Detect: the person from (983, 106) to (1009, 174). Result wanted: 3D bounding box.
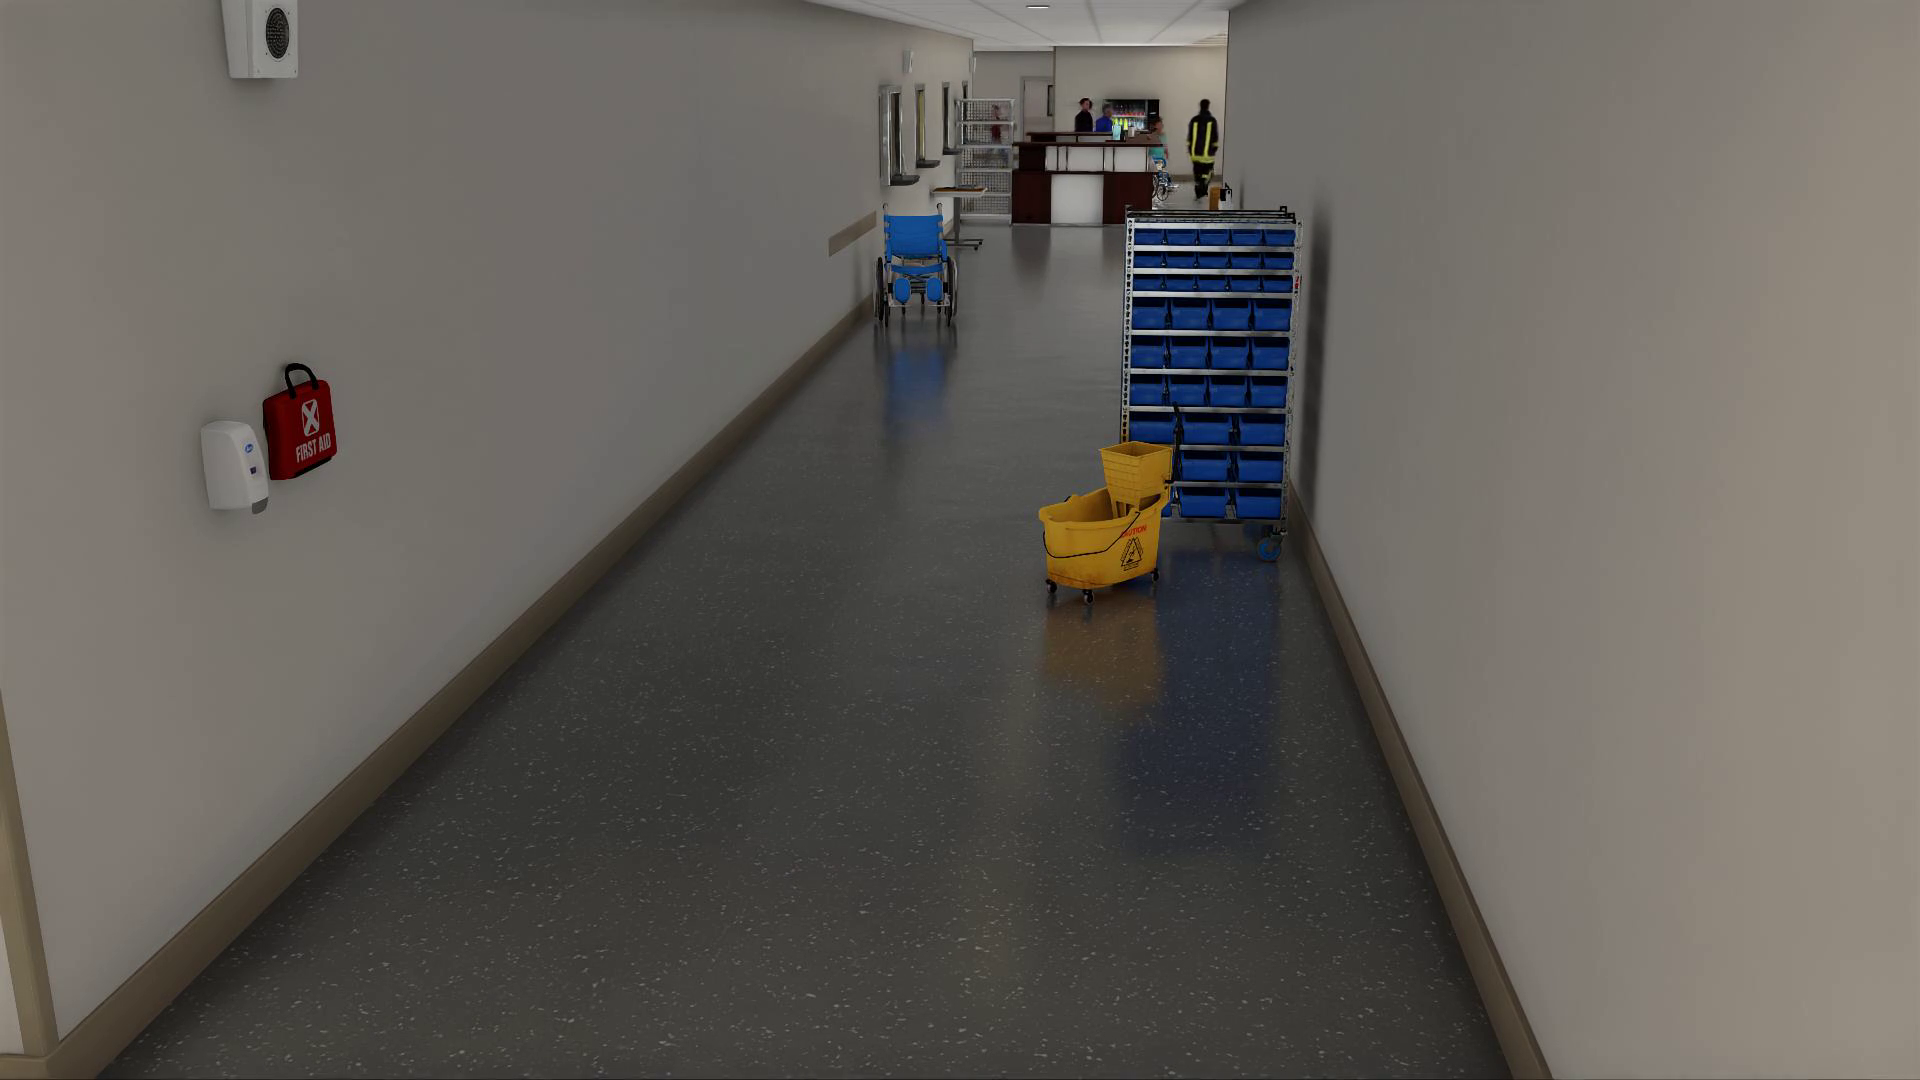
[{"bbox_3d":[0.922,-9.806,40.831,1.168,1.592,0.980,-8,17,-25],"label":"person"}]

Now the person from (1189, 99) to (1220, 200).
[{"bbox_3d":[4.767,-7.701,32.782,0.867,1.909,0.979,7,17,23],"label":"person"}]

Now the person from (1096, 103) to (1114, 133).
[{"bbox_3d":[2.810,-7.747,33.130,1.148,1.808,1.015,-7,17,-24],"label":"person"}]

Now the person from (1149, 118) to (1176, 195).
[{"bbox_3d":[3.888,-7.654,33.350,1.137,1.509,1.044,14,21,40],"label":"person"}]

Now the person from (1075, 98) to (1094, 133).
[{"bbox_3d":[2.576,-8.316,34.983,1.047,1.898,0.952,12,20,37],"label":"person"}]
